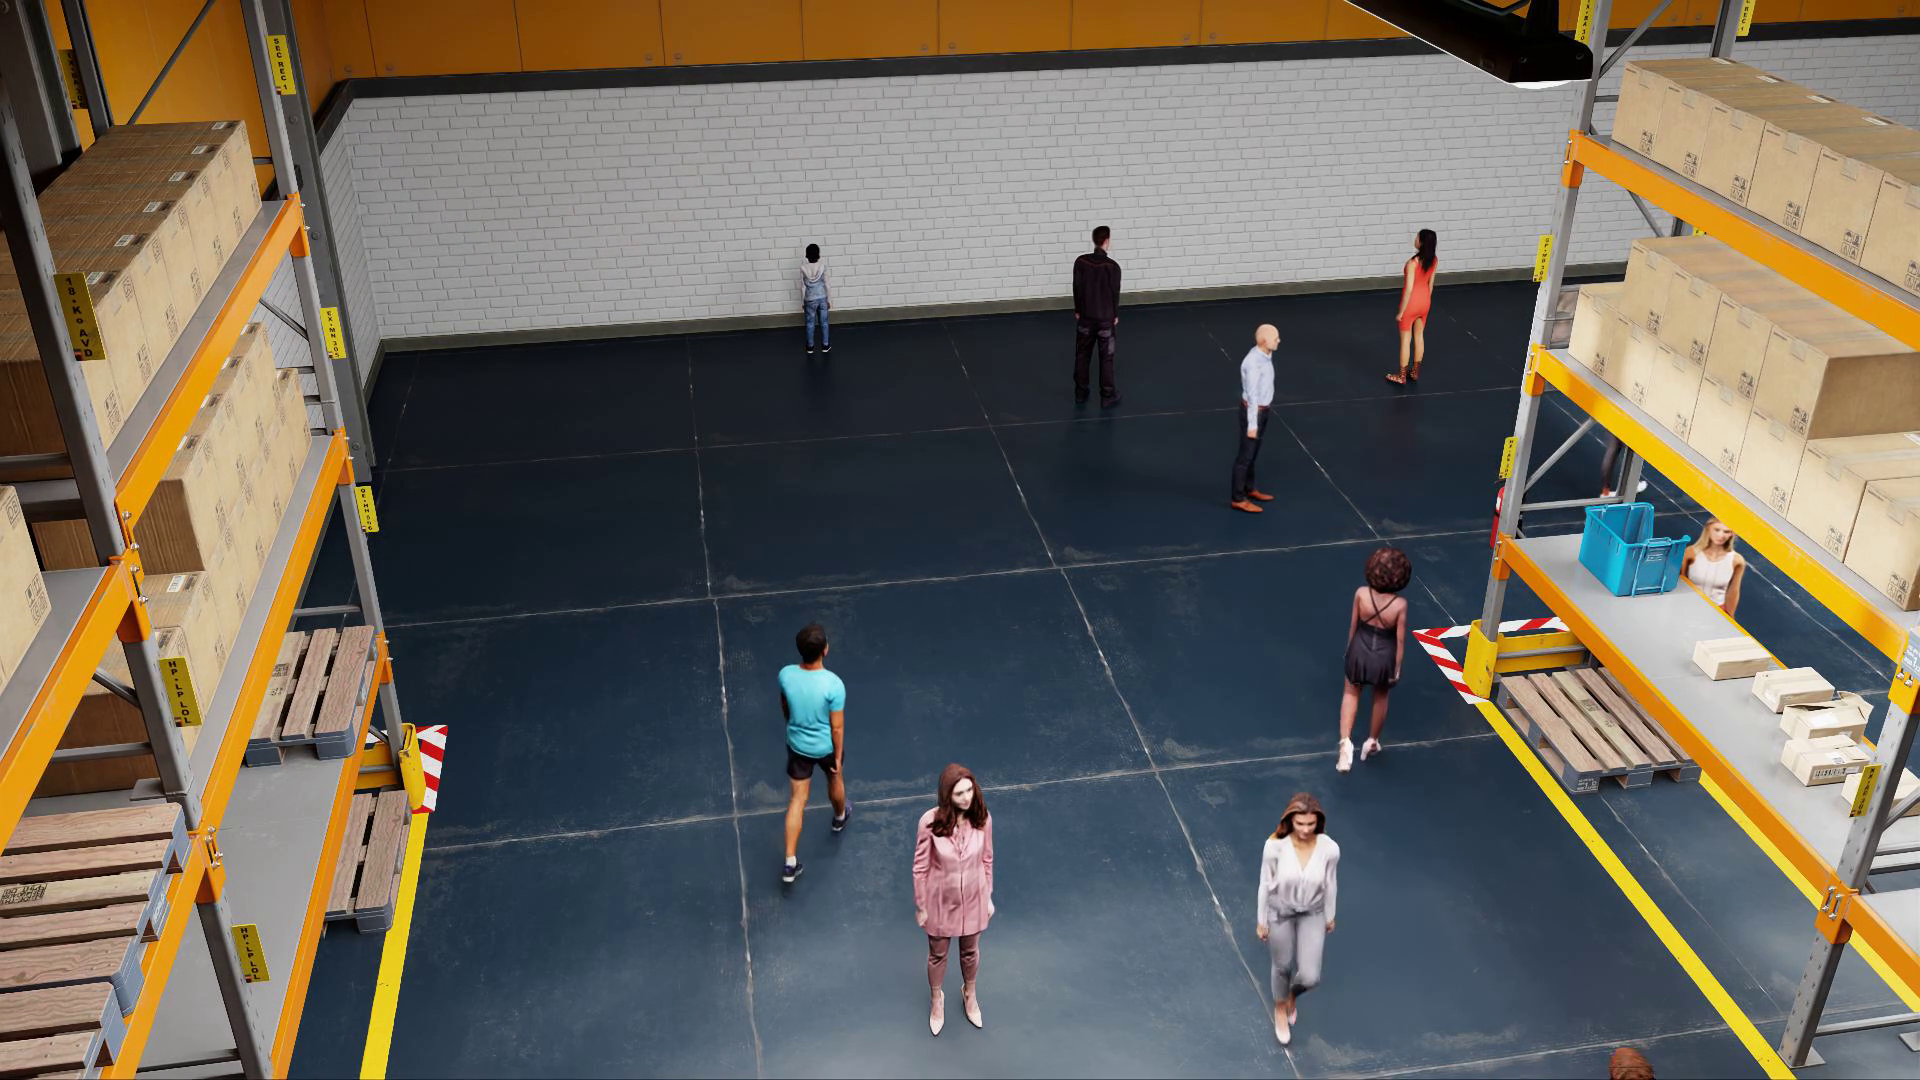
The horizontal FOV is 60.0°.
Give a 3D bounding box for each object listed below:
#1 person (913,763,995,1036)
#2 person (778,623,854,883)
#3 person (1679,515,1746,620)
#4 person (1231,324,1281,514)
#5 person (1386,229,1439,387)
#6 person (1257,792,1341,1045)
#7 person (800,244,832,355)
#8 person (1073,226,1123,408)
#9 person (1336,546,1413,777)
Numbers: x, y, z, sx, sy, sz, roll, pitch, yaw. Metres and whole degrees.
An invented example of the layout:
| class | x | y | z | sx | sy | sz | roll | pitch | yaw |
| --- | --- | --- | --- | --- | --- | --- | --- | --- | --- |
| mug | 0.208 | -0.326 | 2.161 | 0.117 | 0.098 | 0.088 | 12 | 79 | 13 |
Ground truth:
| class | x | y | z | sx | sy | sz | roll | pitch | yaw |
| --- | --- | --- | --- | --- | --- | --- | --- | --- | --- |
| person | -0.025 | 2.017 | 9.386 | 0.606 | 1.803 | 0.494 | -5 | 29 | -10 |
| person | -0.982 | 1.378 | 10.630 | 0.946 | 1.734 | 1.243 | 7 | 29 | 13 |
| person | 5.332 | 0.579 | 12.026 | 0.720 | 1.800 | 0.747 | 9 | 30 | 17 |
| person | 2.679 | -1.126 | 15.160 | 0.805 | 1.791 | 0.713 | 12 | 31 | 20 |
| person | 4.854 | -2.488 | 17.739 | 0.662 | 1.714 | 0.648 | -17 | 33 | -28 |
| person | 1.857 | 2.076 | 9.332 | 0.667 | 1.752 | 0.693 | 1 | 29 | 1 |
| person | -1.622 | -2.711 | 18.619 | 0.487 | 1.261 | 0.501 | -3 | 29 | -5 |
| person | 1.427 | -2.319 | 17.222 | 0.778 | 1.912 | 0.811 | 15 | 32 | 25 |
| person | 2.826 | 0.882 | 11.503 | 0.863 | 1.769 | 1.013 | 12 | 31 | 21 |
